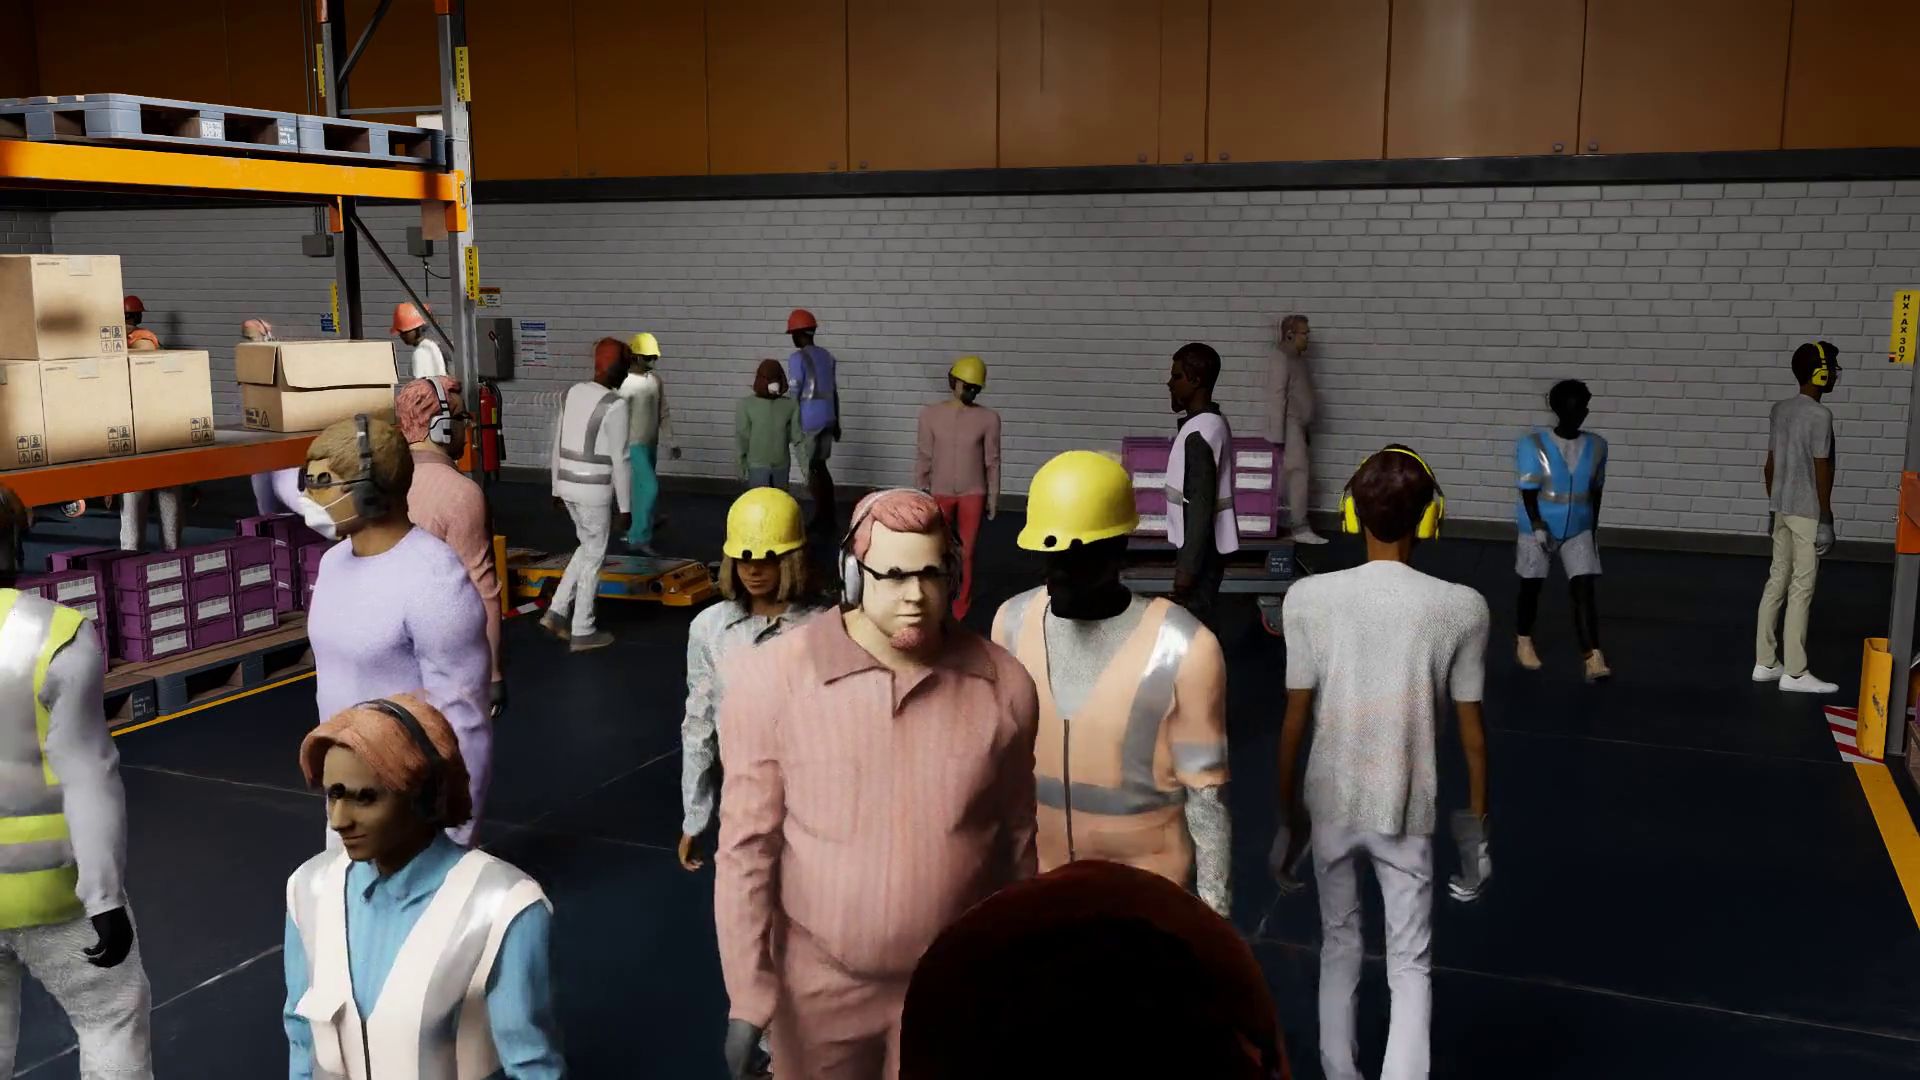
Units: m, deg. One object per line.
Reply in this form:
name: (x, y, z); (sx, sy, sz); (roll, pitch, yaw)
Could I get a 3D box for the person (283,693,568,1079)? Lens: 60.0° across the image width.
person: (-0.821, 1.027, 2.648); (0.538, 1.623, 0.419); (4, 10, 24)

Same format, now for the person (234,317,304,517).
person: (-5.231, -0.764, 12.756); (0.694, 1.885, 0.519); (3, 10, 19)

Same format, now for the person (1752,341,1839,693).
person: (4.512, -0.125, 8.913); (0.328, 1.873, 0.521); (-1, 9, -7)

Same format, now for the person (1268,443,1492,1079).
person: (1.004, 0.702, 4.019); (0.529, 1.849, 0.690); (3, 10, 18)

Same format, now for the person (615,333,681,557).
person: (-2.409, -0.731, 12.954); (0.565, 1.749, 0.526); (4, 10, 22)

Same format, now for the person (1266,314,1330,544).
person: (2.650, -0.912, 13.660); (0.774, 1.881, 0.651); (3, 10, 20)

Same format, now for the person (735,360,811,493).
person: (-1.328, -0.493, 11.976); (0.514, 1.588, 0.778); (-6, 11, -30)

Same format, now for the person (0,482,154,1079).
person: (-2.105, 0.756, 3.758); (0.639, 1.809, 0.764); (0, 9, 3)

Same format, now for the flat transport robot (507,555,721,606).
flat transport robot: (-2.357, 0.259, 11.419); (1.431, 0.197, 0.652); (3, 10, 16)

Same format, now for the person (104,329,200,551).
person: (-5.009, -0.359, 10.299); (0.574, 1.882, 0.356); (-8, 12, -39)

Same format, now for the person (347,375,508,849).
person: (-1.759, 0.395, 5.653); (0.652, 1.906, 0.402); (6, 11, 34)

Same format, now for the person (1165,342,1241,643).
person: (1.101, 0.051, 7.703); (0.392, 1.920, 0.593); (2, 10, 10)

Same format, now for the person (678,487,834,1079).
person: (-0.461, 0.711, 4.291); (0.482, 1.729, 0.460); (4, 10, 24)

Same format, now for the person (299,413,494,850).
person: (-1.321, 0.667, 3.911); (0.635, 1.936, 0.354); (9, 13, 44)

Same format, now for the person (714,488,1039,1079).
person: (-0.152, 0.814, 3.242); (0.646, 1.865, 0.919); (-2, 10, -11)

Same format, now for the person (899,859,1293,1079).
person: (0.093, 1.136, 1.124); (0.566, 1.915, 0.569); (7, 11, 35)

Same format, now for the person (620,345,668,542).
person: (-2.691, -0.798, 13.706); (0.363, 1.621, 0.553); (0, 9, -3)

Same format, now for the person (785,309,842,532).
person: (-1.260, -1.005, 14.226); (0.521, 1.922, 0.559); (5, 11, 29)

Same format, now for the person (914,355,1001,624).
person: (-0.012, -0.286, 10.297); (0.542, 1.730, 0.493); (1, 9, 3)

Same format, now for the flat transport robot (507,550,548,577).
flat transport robot: (-3.705, 0.183, 11.883); (1.431, 0.197, 0.652); (3, 10, 18)

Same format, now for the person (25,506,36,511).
person: (-6.037, -0.372, 10.294); (0.617, 1.909, 0.534); (4, 10, 23)

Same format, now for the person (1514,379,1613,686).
person: (3.283, -0.045, 9.069); (0.533, 1.648, 0.865); (0, 9, -2)

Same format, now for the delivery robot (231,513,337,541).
delivery robot: (-4.643, 0.057, 11.505); (0.707, 0.478, 0.477); (-8, 12, -41)

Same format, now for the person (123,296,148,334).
person: (-9.107, -1.725, 18.403); (0.542, 1.939, 0.361); (3, 10, 18)

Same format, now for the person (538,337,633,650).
person: (-2.145, -0.260, 9.774); (0.633, 1.858, 0.441); (9, 13, 42)

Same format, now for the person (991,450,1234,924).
person: (0.371, 0.712, 3.794); (0.623, 1.894, 0.767); (7, 12, 38)

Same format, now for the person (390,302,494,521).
person: (-4.284, -0.963, 13.673); (0.816, 1.987, 0.651); (-2, 10, -11)
